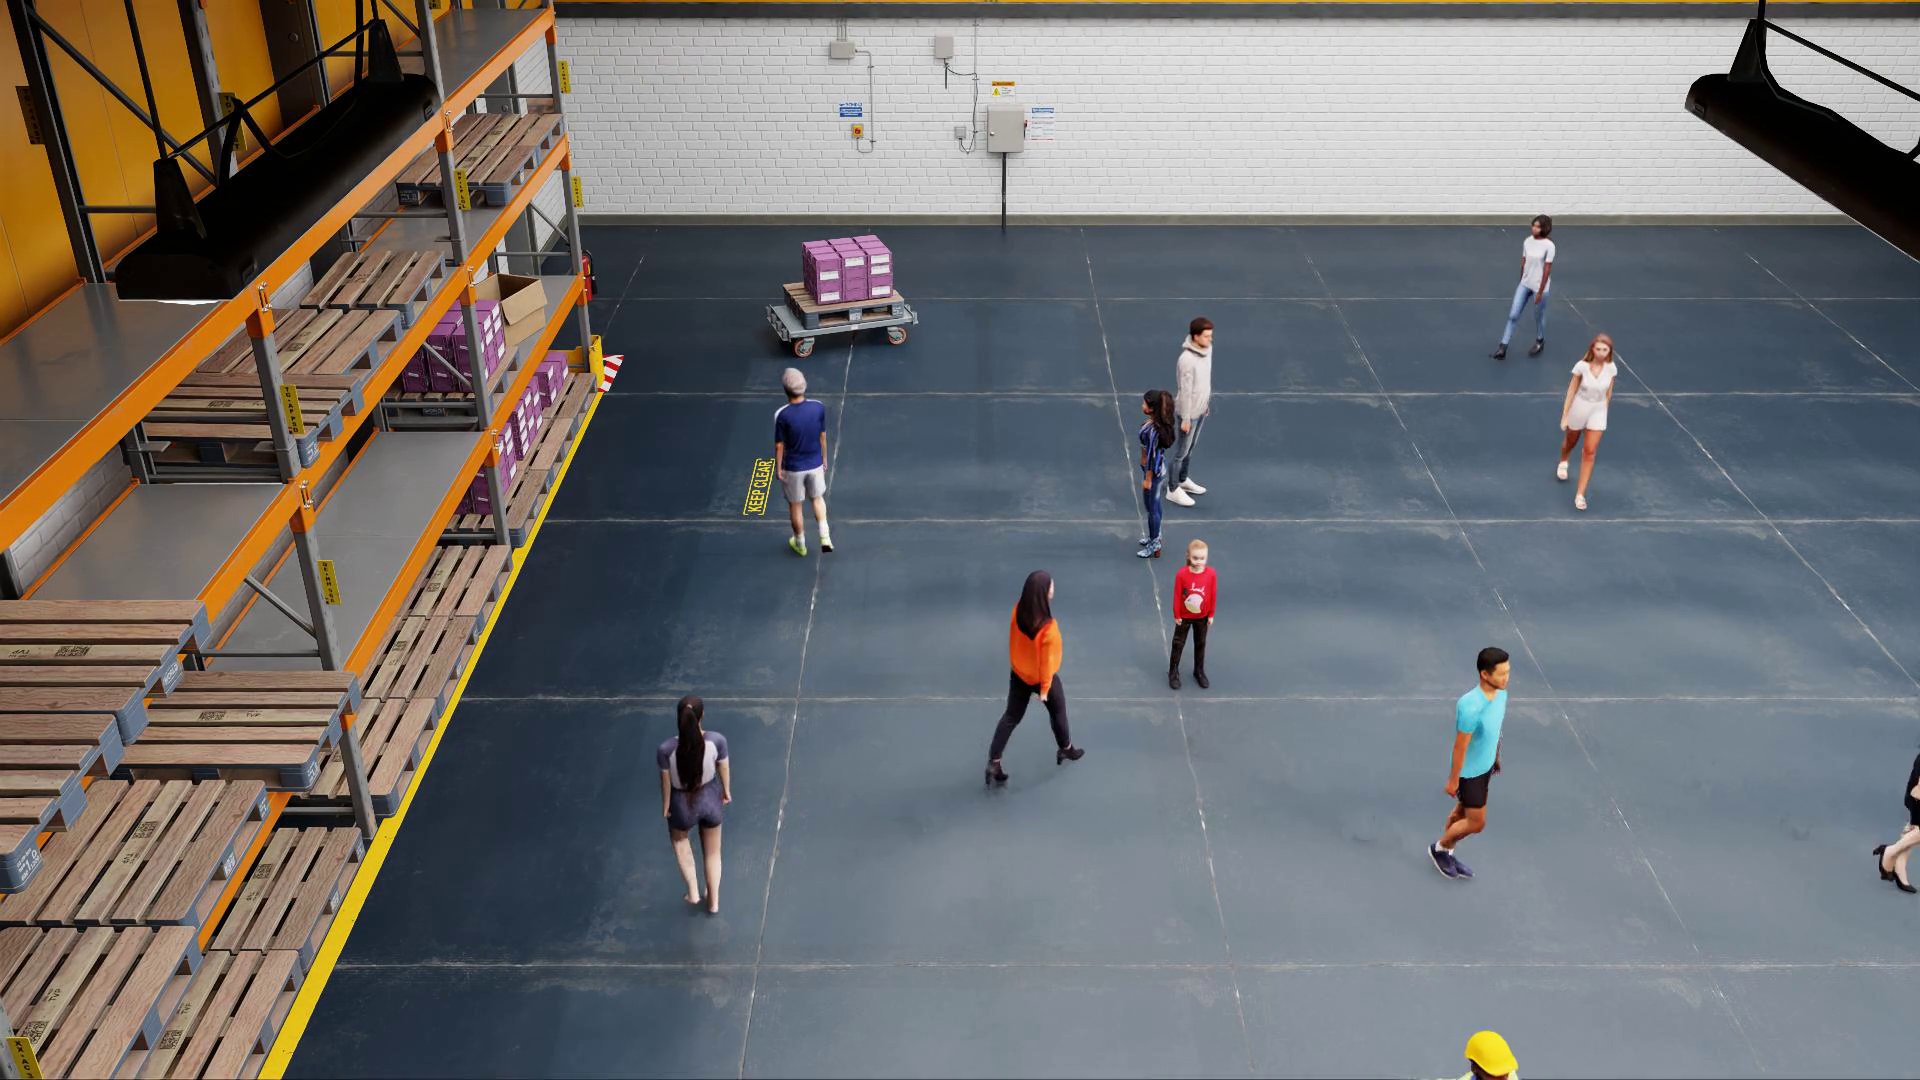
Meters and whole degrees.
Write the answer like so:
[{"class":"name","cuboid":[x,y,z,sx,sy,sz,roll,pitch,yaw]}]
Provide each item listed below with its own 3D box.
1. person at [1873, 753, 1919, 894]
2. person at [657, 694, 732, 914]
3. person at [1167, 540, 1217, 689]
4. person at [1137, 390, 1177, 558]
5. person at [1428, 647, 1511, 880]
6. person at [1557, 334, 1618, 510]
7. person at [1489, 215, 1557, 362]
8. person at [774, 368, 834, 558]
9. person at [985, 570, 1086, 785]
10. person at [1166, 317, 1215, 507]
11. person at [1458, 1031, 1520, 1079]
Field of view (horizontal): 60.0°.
[{"class":"person","cuboid":[6.266,1.521,10.836,0.777,1.736,0.838,-24,36,-36]},{"class":"person","cuboid":[-1.663,1.734,10.551,0.663,1.636,0.651,-8,30,-14]},{"class":"person","cuboid":[1.829,0.571,13.055,0.502,1.280,0.502,-3,29,-6]},{"class":"person","cuboid":[1.726,-0.605,14.857,0.725,1.619,0.564,7,29,12]},{"class":"person","cuboid":[3.280,1.456,10.925,0.816,1.766,0.747,23,36,36]},{"class":"person","cuboid":[5.980,-1.218,15.943,0.747,1.654,1.192,6,29,11]},{"class":"person","cuboid":[6.577,-2.851,18.912,1.090,1.678,1.119,-20,34,-32]},{"class":"person","cuboid":[-1.360,-0.638,14.699,0.863,1.828,0.982,-14,31,-23]},{"class":"person","cuboid":[0.450,1.006,11.808,1.099,1.711,1.109,-19,34,-31]},{"class":"person","cuboid":[2.192,-1.250,15.798,0.821,1.851,0.693,15,32,26]},{"class":"person","cuboid":[2.393,3.001,8.054,0.802,1.803,0.825,-16,33,-27]}]
